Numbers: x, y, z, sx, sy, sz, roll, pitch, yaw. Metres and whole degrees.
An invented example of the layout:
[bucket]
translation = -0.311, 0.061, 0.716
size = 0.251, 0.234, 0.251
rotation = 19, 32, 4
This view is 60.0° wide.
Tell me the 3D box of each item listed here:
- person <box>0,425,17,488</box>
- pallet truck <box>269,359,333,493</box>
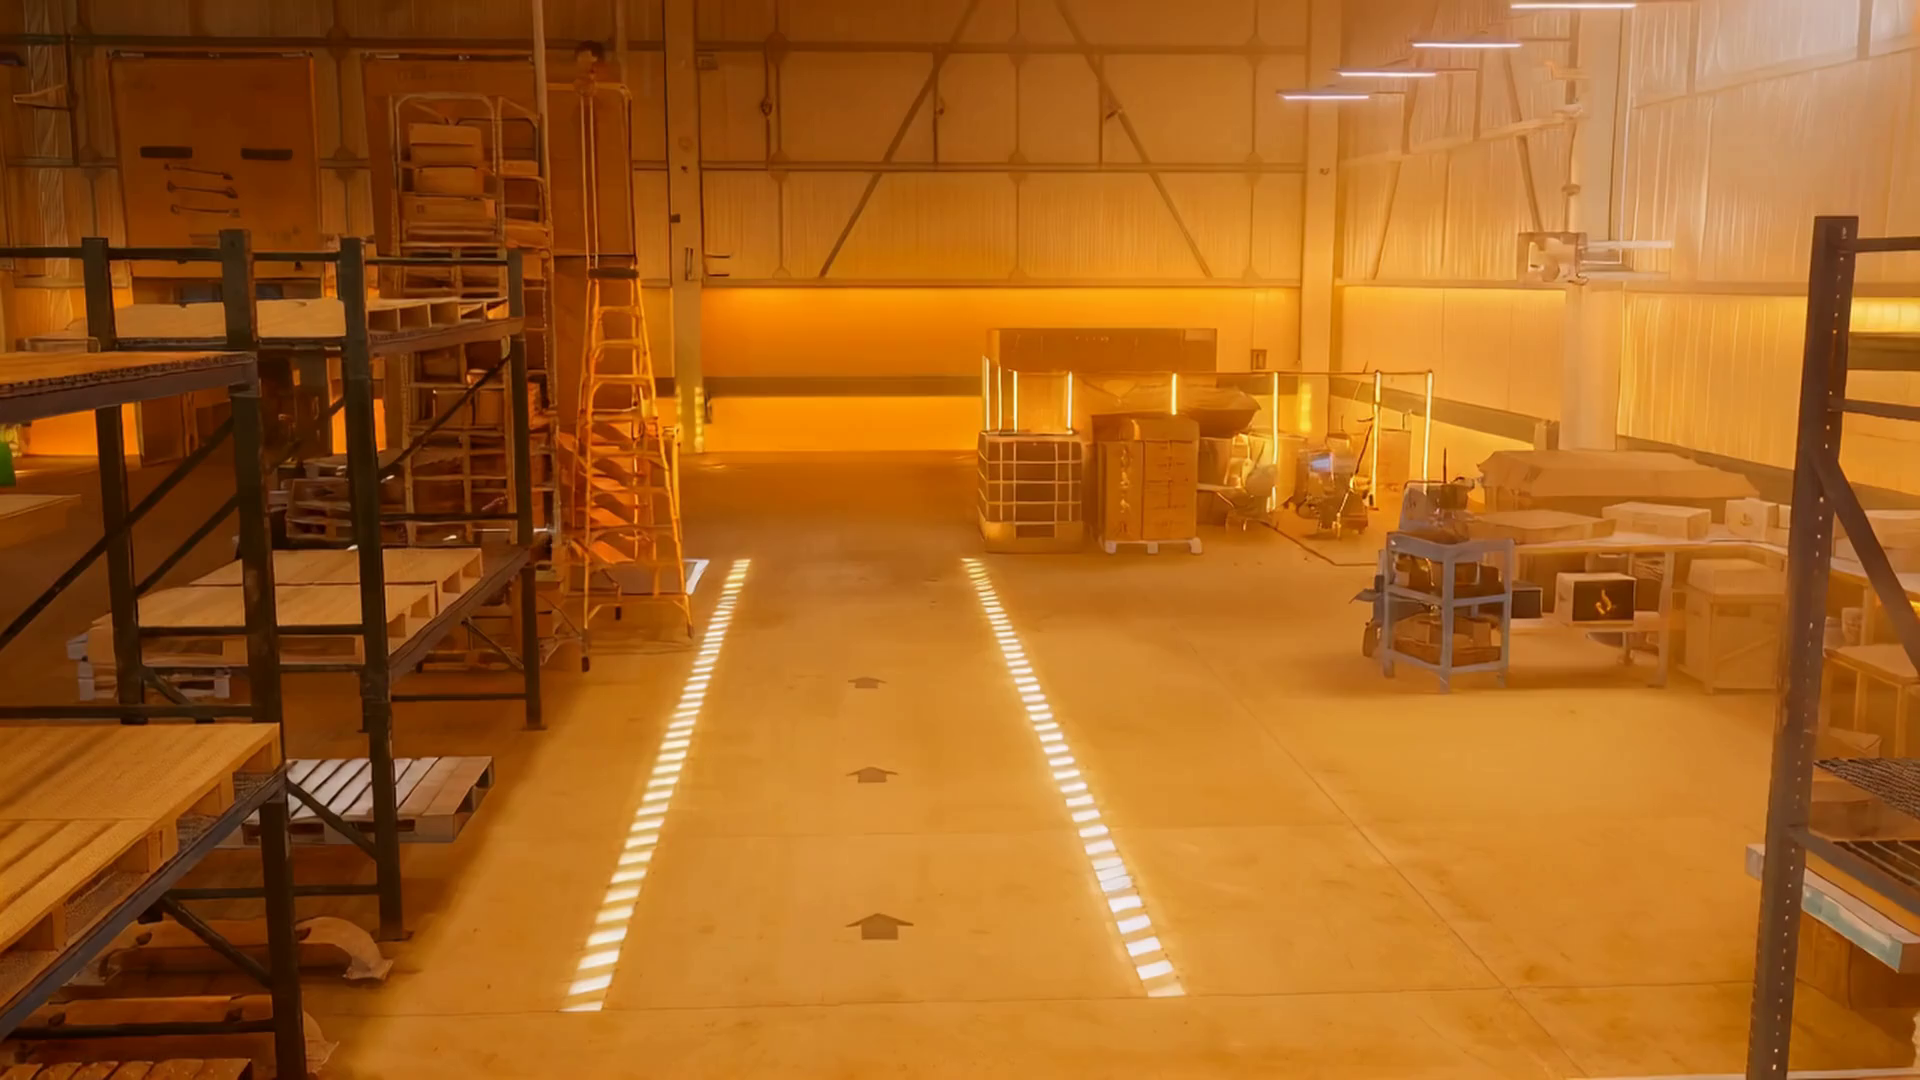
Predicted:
[person]
translation = -13.125, -1.675, 22.635
size = 0.388, 1.930, 0.544
rotation = -8, 12, -42
[pallet truck]
translation = -7.062, -1.131, 18.996
size = 1.885, 1.965, 0.823
rotation = 2, 9, 13
